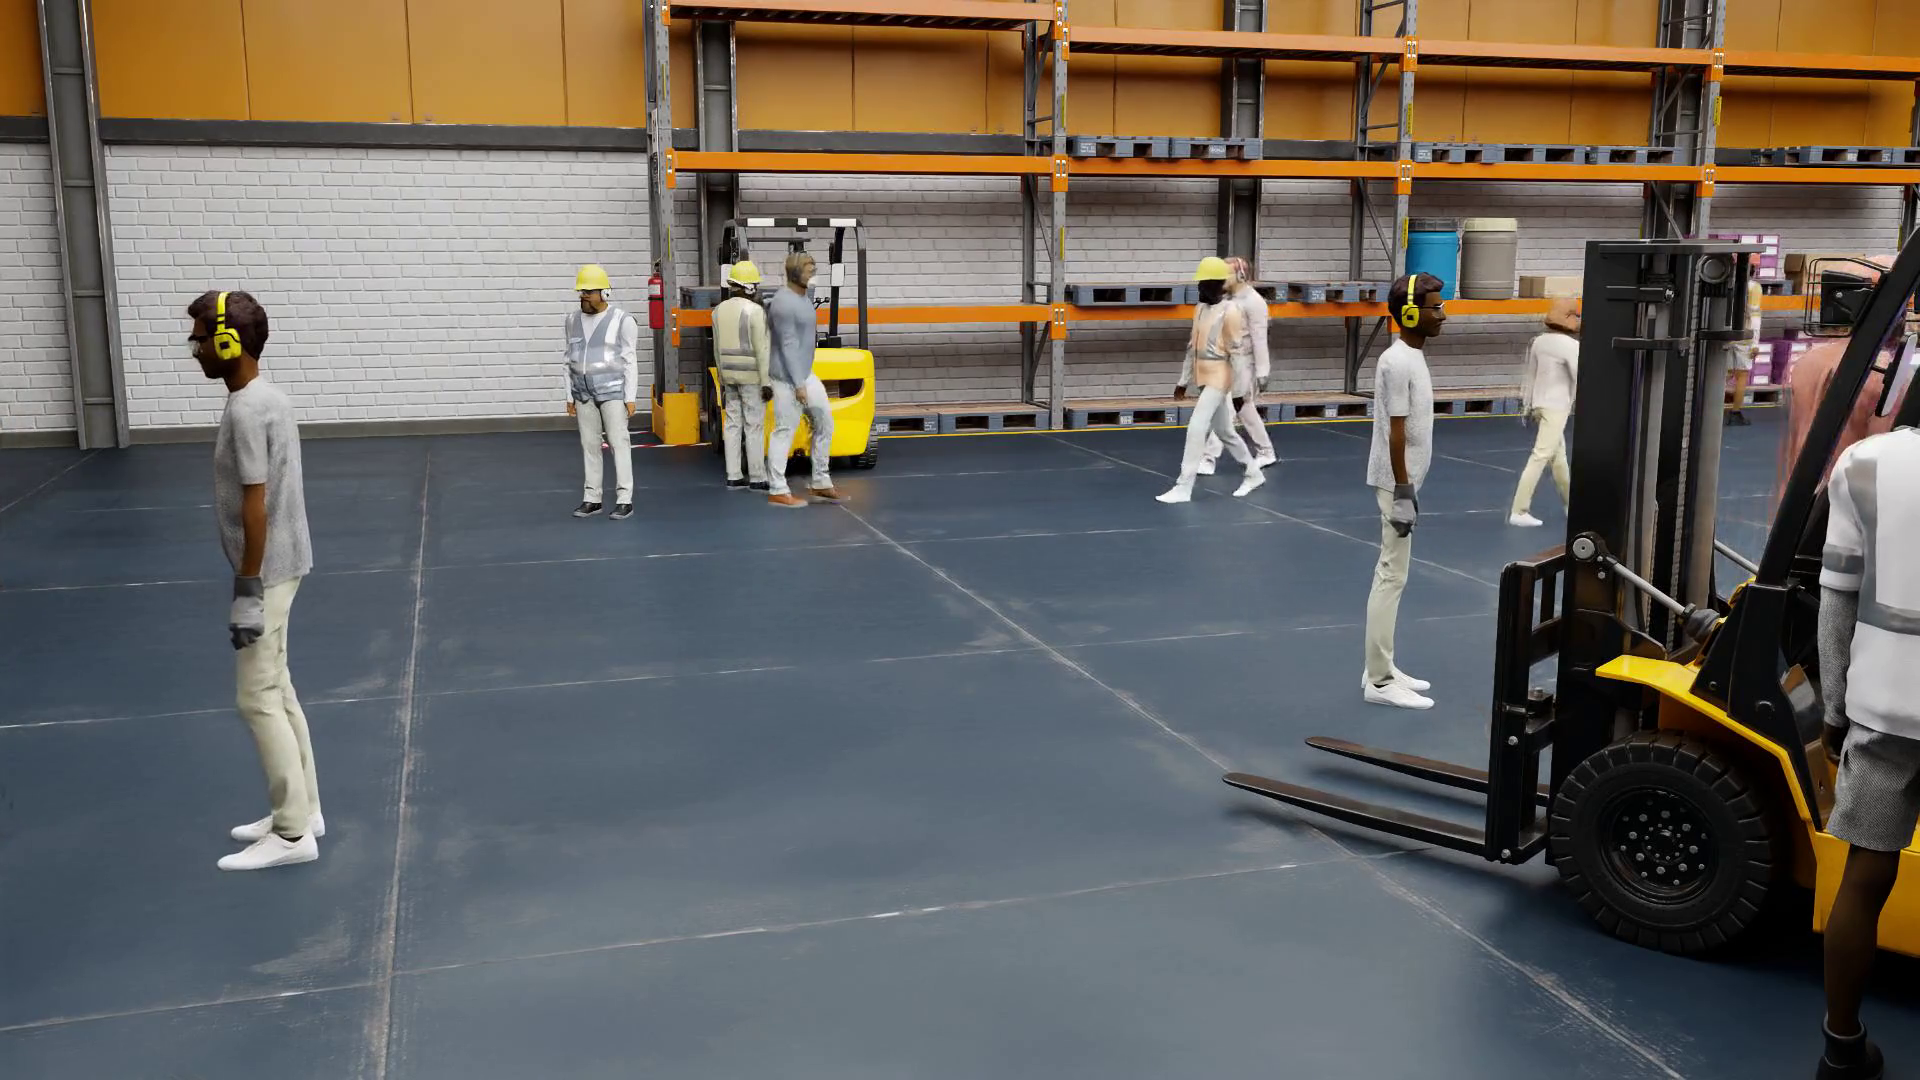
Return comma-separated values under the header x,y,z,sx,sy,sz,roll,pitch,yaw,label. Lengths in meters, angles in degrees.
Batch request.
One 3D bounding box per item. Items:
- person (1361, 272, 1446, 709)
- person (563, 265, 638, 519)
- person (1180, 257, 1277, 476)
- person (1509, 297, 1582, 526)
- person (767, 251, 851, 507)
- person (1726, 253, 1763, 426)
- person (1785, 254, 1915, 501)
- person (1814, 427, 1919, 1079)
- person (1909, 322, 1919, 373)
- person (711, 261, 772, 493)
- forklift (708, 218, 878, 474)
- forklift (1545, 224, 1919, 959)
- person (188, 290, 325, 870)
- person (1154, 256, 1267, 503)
x,y,z,sx,sy,sz,roll,pitch,yaw,label
1.935,-0.217,7.228,0.327,1.874,0.519,3,11,15,person
-2.597,-1.058,11.975,0.596,1.826,0.403,4,11,19,person
2.355,-1.482,14.227,1.012,1.856,0.667,-4,11,-19,person
4.241,-0.893,11.660,0.856,1.589,0.518,-3,11,-15,person
-1.124,-1.174,12.374,0.741,1.916,0.633,3,11,17,person
8.241,-2.153,17.705,0.555,1.918,0.561,-5,11,-24,person
3.256,-0.084,6.253,0.900,1.965,0.619,-3,11,-14,person
2.212,0.386,3.737,0.361,1.938,0.546,-8,13,-39,person
5.739,-0.577,9.989,0.515,1.589,0.930,-8,13,-37,person
-1.691,-1.288,13.206,0.586,1.833,0.403,9,14,40,person
-1.522,-1.778,14.899,1.214,2.155,2.313,-3,11,-17,forklift
2.909,0.117,4.508,2.313,2.155,1.214,9,14,40,forklift
-2.267,0.131,5.369,0.333,1.858,0.540,-3,11,-16,person
1.978,-1.233,12.785,0.988,1.883,0.590,-3,11,-15,person
